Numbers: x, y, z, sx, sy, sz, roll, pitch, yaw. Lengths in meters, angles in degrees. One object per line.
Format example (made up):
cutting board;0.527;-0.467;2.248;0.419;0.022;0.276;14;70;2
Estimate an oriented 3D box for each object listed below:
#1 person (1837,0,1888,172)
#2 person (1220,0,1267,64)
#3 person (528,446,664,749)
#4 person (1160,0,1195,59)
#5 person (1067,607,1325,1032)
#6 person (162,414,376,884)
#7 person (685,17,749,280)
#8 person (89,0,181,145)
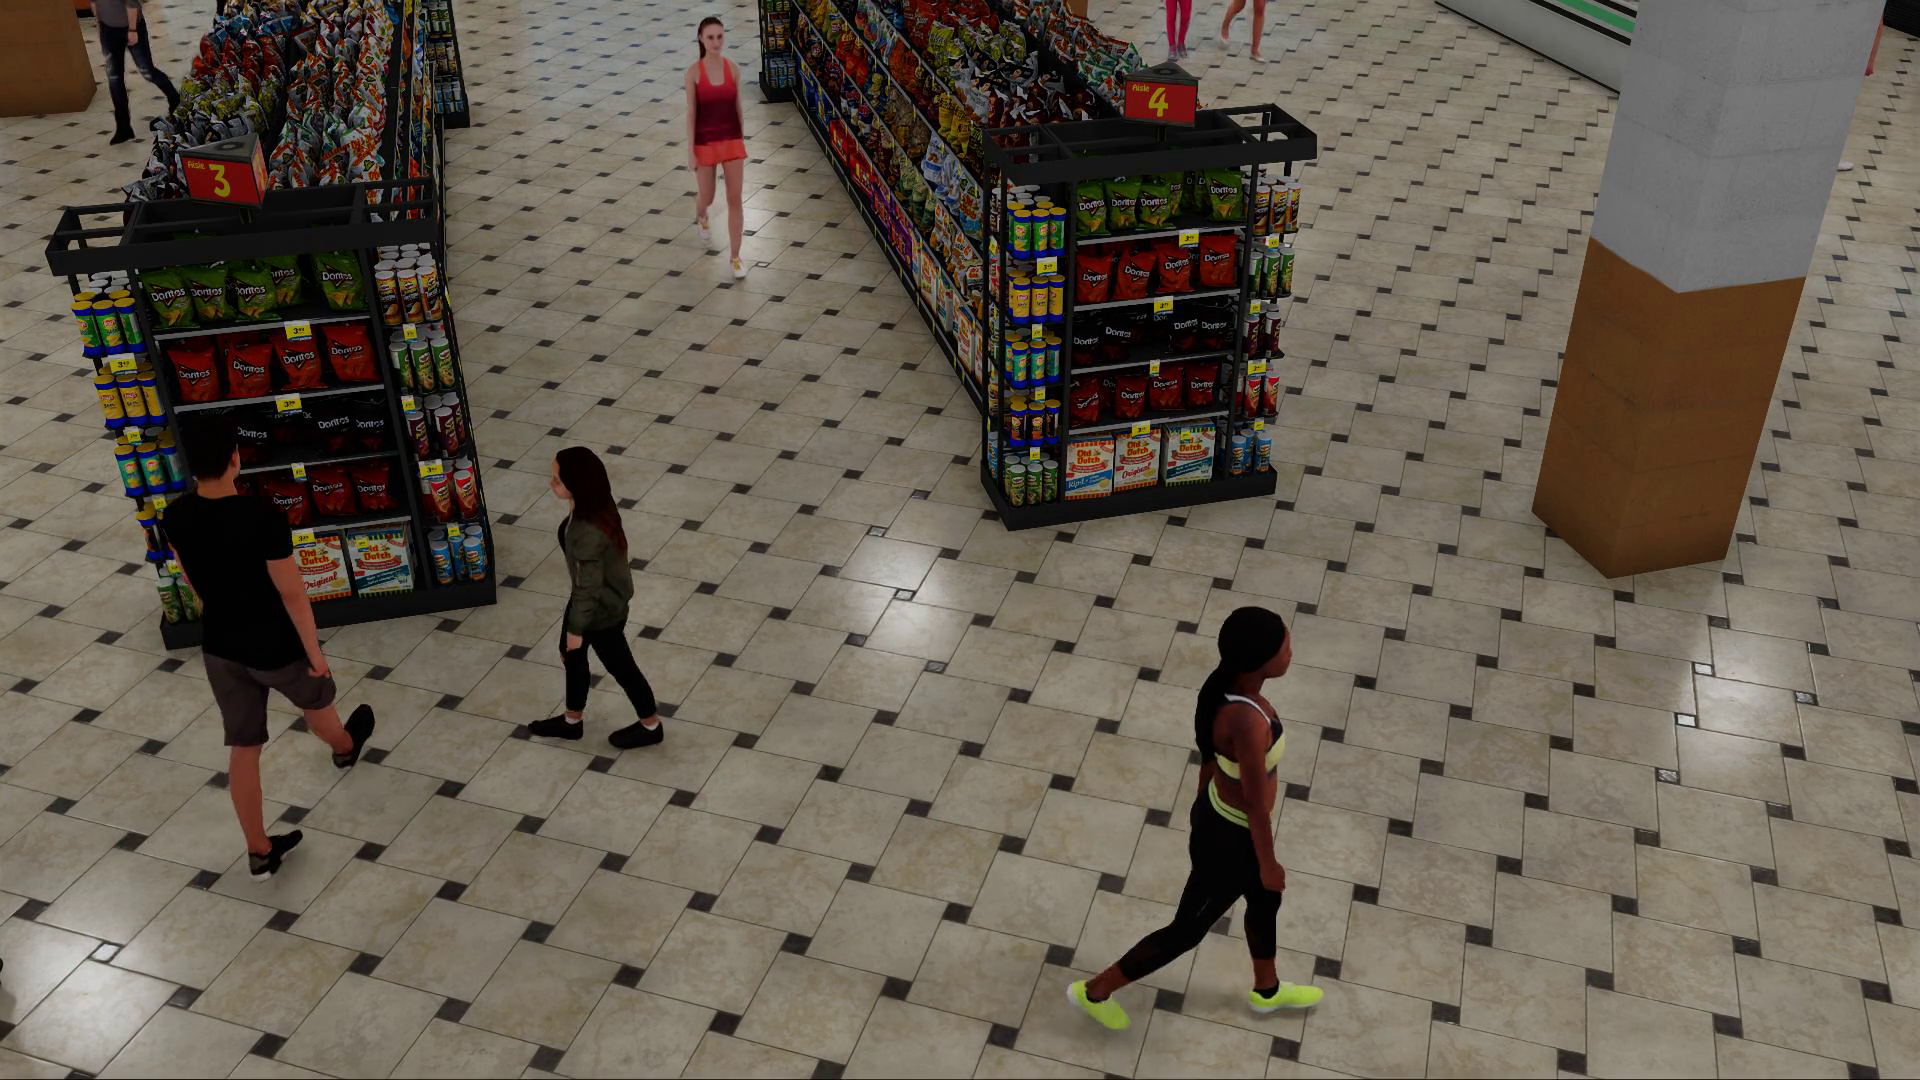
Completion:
person;7.023;-3.876;13.162;0.740;1.851;0.506;-12;34;-18
person;2.748;-5.470;15.870;0.627;1.696;1.018;-7;33;-11
person;-1.422;0.259;6.887;0.650;1.460;0.709;-8;33;-12
person;2.095;-5.322;16.036;0.568;1.269;0.589;0;32;0
person;0.784;0.998;5.457;0.848;1.715;1.139;1;32;2
person;-2.695;0.456;6.244;0.963;1.804;1.322;3;32;4
person;-1.682;-2.718;11.412;0.623;1.734;1.056;-11;34;-17
person;-6.874;-4.279;13.791;1.032;1.871;1.225;8;33;13
